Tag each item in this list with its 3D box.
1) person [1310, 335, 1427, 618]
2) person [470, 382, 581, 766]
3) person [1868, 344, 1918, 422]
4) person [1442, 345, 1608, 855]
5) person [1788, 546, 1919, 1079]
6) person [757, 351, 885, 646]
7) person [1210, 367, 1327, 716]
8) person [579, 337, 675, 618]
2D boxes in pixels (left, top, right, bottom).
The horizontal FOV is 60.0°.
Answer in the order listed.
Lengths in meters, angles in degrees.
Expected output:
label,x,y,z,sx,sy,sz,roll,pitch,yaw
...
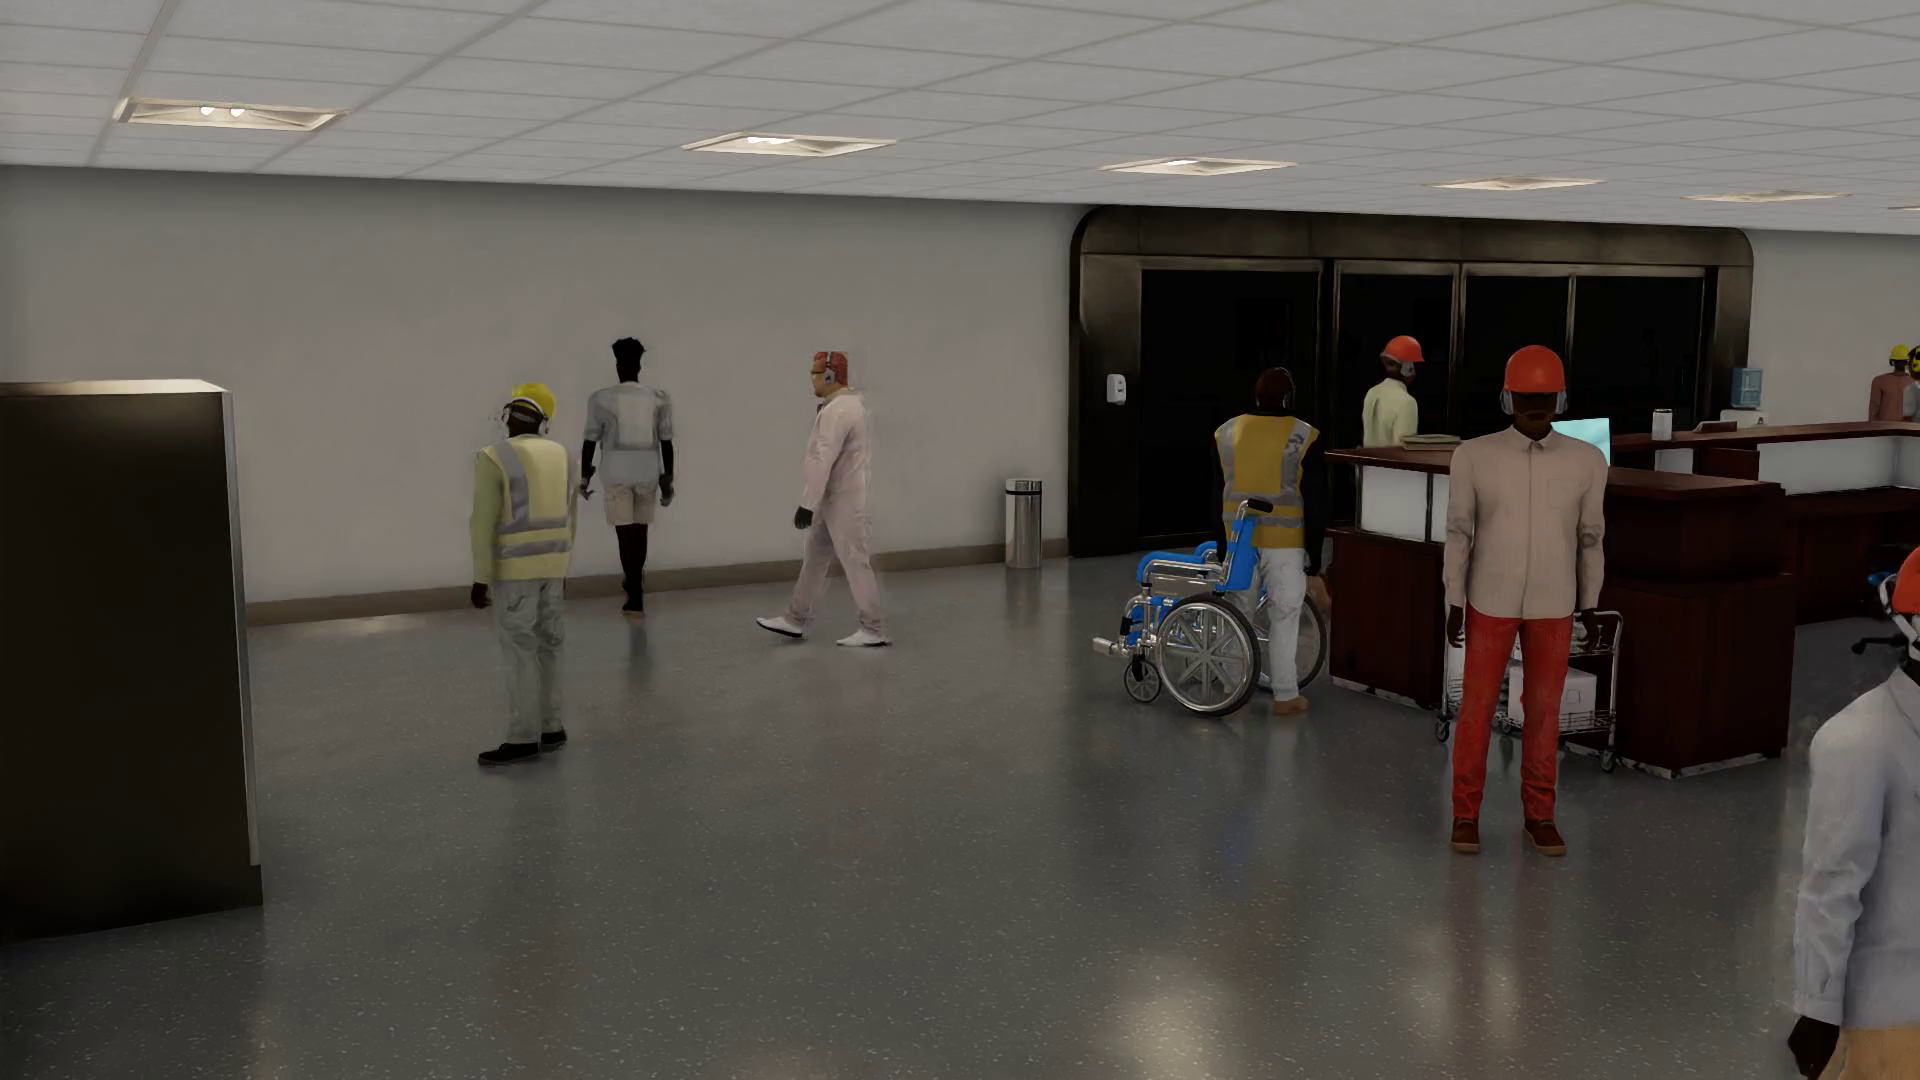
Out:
label,x,y,z,sx,sy,sz,roll,pitch,yaw
person,2.840,-0.402,11.265,0.856,1.973,0.615,-3,8,-19
person,-2.092,0.153,7.924,0.408,1.787,0.689,5,9,32
person,10.035,-1.212,17.844,0.530,1.768,0.312,2,8,17
person,2.198,0.242,6.489,0.612,1.994,0.394,1,8,6
person,1.901,0.845,3.106,0.574,1.717,0.807,-6,10,-37
person,-0.898,-0.248,10.504,0.926,1.870,0.647,0,8,1
person,1.626,0.009,8.774,0.633,1.835,0.429,5,9,31
person,-2.369,-0.452,11.723,0.614,1.930,0.859,-5,9,-30
